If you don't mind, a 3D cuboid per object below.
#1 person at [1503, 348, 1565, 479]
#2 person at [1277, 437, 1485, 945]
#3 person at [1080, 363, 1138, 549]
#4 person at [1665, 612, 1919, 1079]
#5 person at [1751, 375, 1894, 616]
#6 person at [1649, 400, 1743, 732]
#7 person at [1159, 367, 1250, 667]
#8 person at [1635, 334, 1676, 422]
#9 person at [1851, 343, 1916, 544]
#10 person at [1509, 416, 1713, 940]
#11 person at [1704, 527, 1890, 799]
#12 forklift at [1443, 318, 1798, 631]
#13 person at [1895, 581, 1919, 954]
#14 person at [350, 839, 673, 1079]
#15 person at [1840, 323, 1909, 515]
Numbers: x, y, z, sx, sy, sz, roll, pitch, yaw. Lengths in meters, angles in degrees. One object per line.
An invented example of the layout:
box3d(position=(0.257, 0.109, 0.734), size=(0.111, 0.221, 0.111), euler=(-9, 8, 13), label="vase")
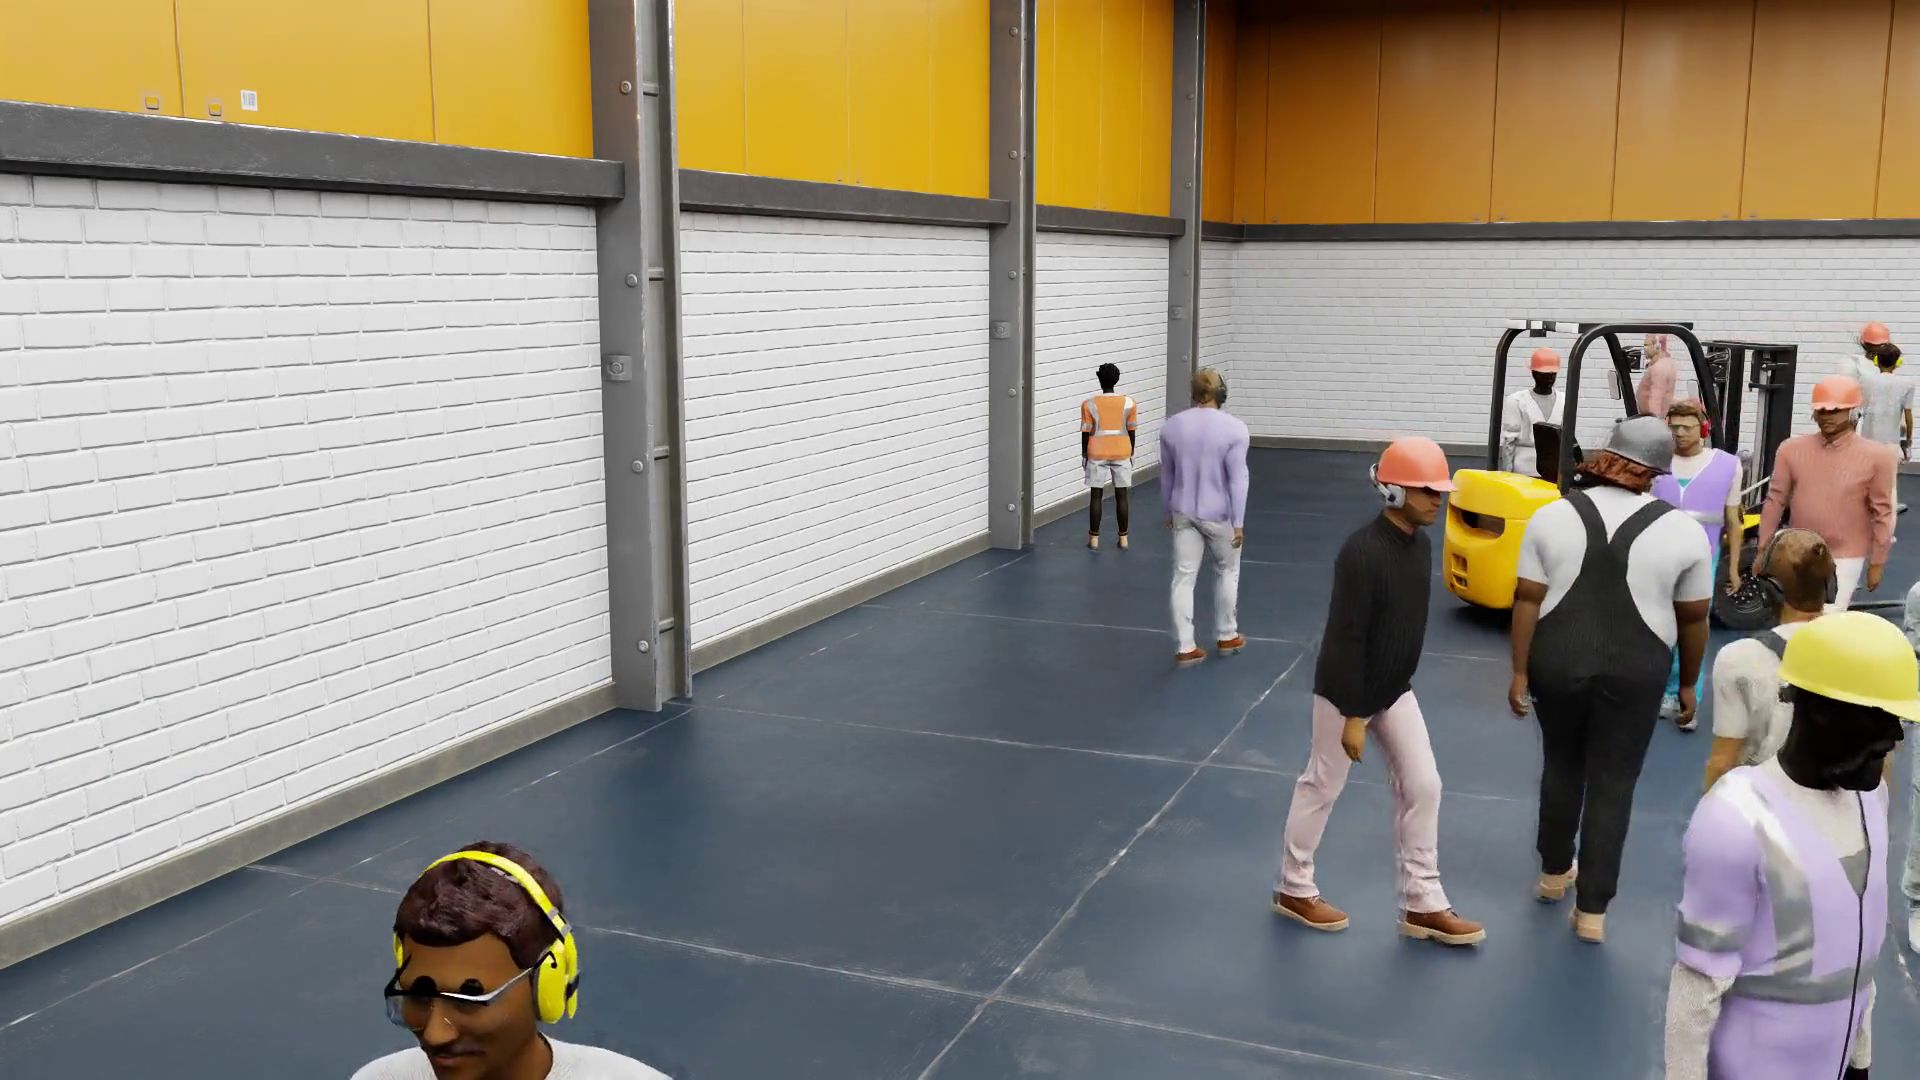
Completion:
box3d(position=(4.528, -0.536, 13.042), size=(0.559, 1.936, 0.438), euler=(-1, 9, -4), label="person")
box3d(position=(1.585, 0.580, 6.234), size=(0.617, 1.940, 0.876), euler=(-8, 13, -41), label="person")
box3d(position=(1.345, -0.754, 15.076), size=(0.532, 1.694, 0.320), euler=(-1, 9, -3), label="person")
box3d(position=(1.677, 1.052, 3.536), size=(0.594, 1.892, 0.888), euler=(-7, 11, -35), label="person")
box3d(position=(4.728, 0.081, 9.176), size=(0.705, 1.971, 0.632), euler=(-8, 12, -41), label="person")
box3d(position=(3.974, 0.143, 9.229), size=(0.610, 1.817, 0.753), euler=(6, 11, 32), label="person")
box3d(position=(1.630, -0.162, 10.805), size=(0.657, 1.909, 0.830), euler=(6, 11, 33), label="person")
box3d(position=(7.445, -1.275, 17.653), size=(0.771, 1.879, 0.653), euler=(4, 10, 24), label="person")
box3d(position=(8.513, -0.888, 15.385), size=(0.534, 1.860, 0.333), euler=(5, 11, 27), label="person")
box3d(position=(2.537, 0.486, 6.498), size=(0.705, 2.000, 0.765), euler=(5, 11, 28), label="person")
box3d(position=(2.414, 0.876, 4.792), size=(0.516, 1.820, 0.604), euler=(1, 9, 3), label="person")
box3d(position=(4.706, -0.497, 11.990), size=(2.313, 2.155, 1.214), euler=(-2, 10, -10), label="forklift")
box3d(position=(3.798, 0.696, 6.243), size=(0.501, 1.700, 0.691), euler=(2, 10, 12), label="person")
box3d(position=(-0.577, 1.312, 2.136), size=(0.515, 1.837, 0.775), euler=(1, 9, 4), label="person")
box3d(position=(9.325, -1.213, 16.971), size=(0.748, 1.972, 1.050), euler=(-4, 10, -22), label="person")
